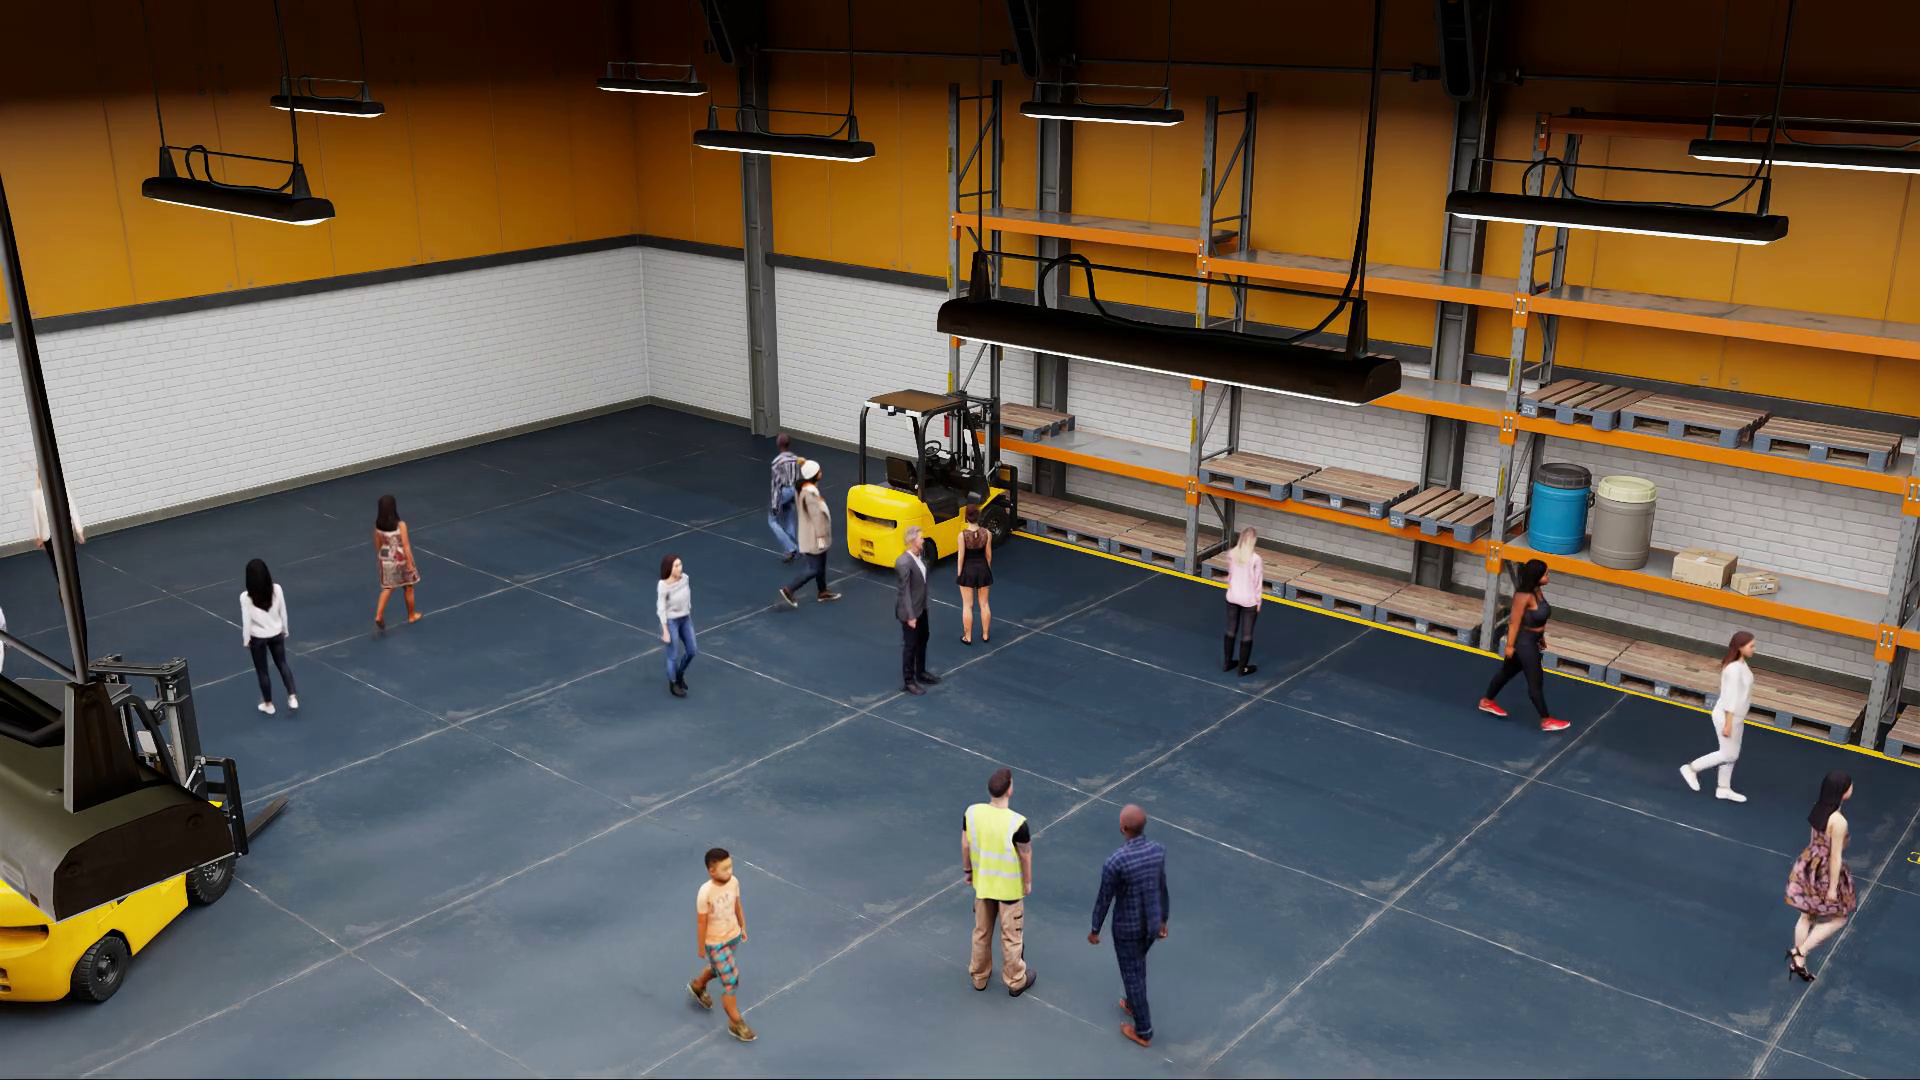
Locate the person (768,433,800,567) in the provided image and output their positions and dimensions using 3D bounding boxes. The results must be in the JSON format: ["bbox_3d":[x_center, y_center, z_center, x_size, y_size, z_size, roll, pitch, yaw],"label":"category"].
[{"bbox_3d":[-2.202,-0.488,21.515,0.652,1.781,0.648,15,24,38],"label":"person"}]

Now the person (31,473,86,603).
[{"bbox_3d":[-10.874,-0.008,20.049,0.771,1.806,1.190,-15,24,-38],"label":"person"}]

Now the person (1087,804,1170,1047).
[{"bbox_3d":[1.314,2.765,11.832,0.837,1.796,0.898,-13,23,-34],"label":"person"}]

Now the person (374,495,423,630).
[{"bbox_3d":[-6.659,0.282,19.470,1.030,1.626,0.985,4,19,12],"label":"person"}]

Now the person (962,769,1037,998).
[{"bbox_3d":[0.293,2.543,12.413,0.745,1.846,0.849,8,20,22],"label":"person"}]

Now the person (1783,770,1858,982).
[{"bbox_3d":[6.403,2.552,12.510,0.862,1.767,0.802,-1,19,-2],"label":"person"}]

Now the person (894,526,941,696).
[{"bbox_3d":[-0.501,0.723,17.833,0.814,1.835,0.853,9,20,24],"label":"person"}]

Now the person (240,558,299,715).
[{"bbox_3d":[-7.175,0.994,17.237,0.581,1.702,0.603,15,24,37],"label":"person"}]

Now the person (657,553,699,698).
[{"bbox_3d":[-3.078,0.892,17.671,0.578,1.619,0.645,13,23,34],"label":"person"}]

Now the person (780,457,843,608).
[{"bbox_3d":[-1.858,-0.075,20.149,1.110,1.870,1.099,-5,19,-14],"label":"person"}]

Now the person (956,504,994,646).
[{"bbox_3d":[0.161,0.383,19.091,0.680,1.677,0.716,-5,19,-15],"label":"person"}]

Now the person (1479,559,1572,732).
[{"bbox_3d":[5.671,1.049,16.979,1.216,1.763,0.770,12,22,32],"label":"person"}]

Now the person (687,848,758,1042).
[{"bbox_3d":[-1.787,2.875,12.066,0.987,1.439,0.587,12,22,32],"label":"person"}]

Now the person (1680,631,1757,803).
[{"bbox_3d":[7.065,1.620,15.418,0.870,1.677,0.688,10,21,28],"label":"person"}]

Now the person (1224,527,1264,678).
[{"bbox_3d":[3.095,0.661,18.251,0.495,1.685,0.658,17,25,41],"label":"person"}]
